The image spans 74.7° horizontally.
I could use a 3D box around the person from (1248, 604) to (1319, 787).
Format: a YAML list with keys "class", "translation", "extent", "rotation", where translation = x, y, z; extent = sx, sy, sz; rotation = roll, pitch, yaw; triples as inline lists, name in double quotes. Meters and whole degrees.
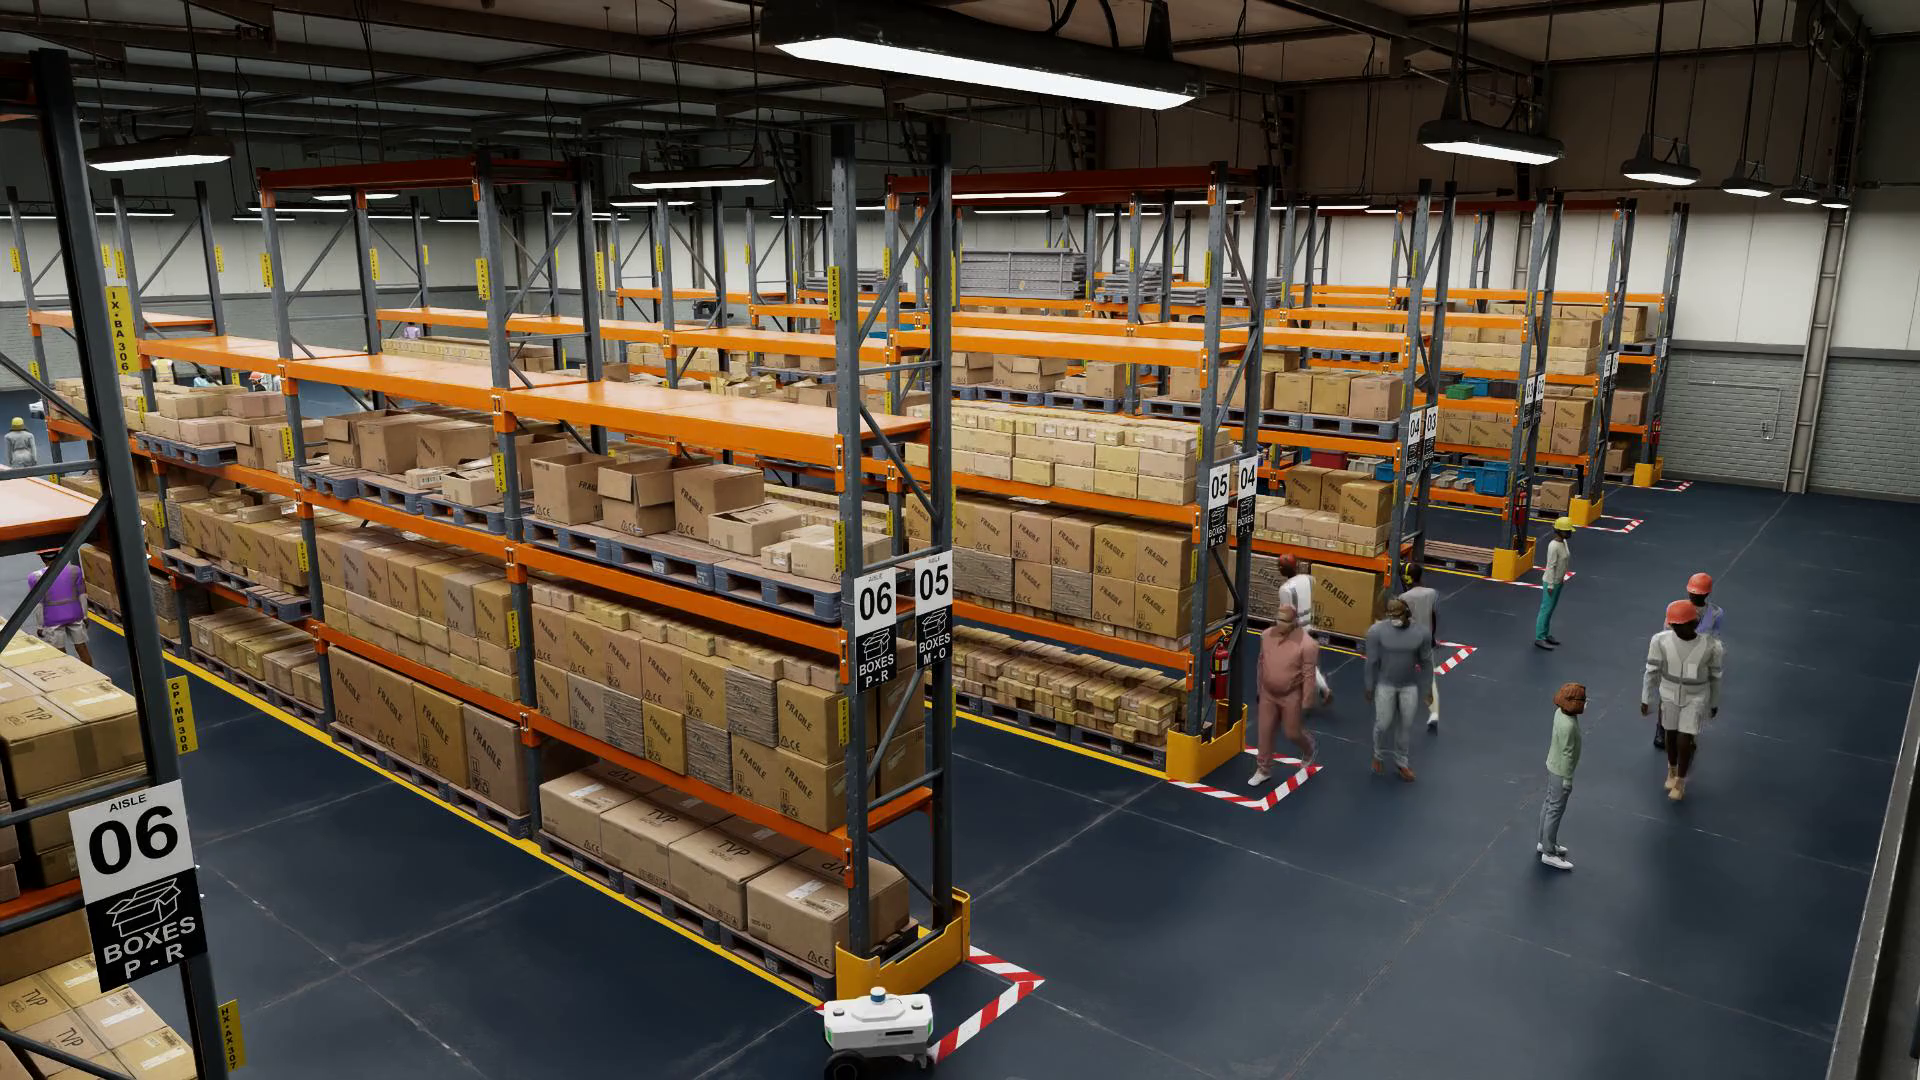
- class: "person"
  translation: [3.266, 1.510, 12.524]
  extent: [0.772, 1.879, 0.661]
  rotation: [-13, 19, -42]

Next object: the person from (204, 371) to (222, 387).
- class: "person"
  translation: [-19.877, -3.586, 33.580]
  extent: [0.645, 1.819, 0.482]
  rotation: [6, 15, 23]

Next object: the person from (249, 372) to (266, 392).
- class: "person"
  translation: [-17.673, -3.249, 31.836]
  extent: [0.377, 1.995, 0.612]
  rotation: [-5, 15, -21]

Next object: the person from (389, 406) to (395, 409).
- class: "person"
  translation: [-14.200, -3.087, 31.437]
  extent: [0.333, 1.870, 0.515]
  rotation: [0, 14, -1]

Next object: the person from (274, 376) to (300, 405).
- class: "person"
  translation: [-18.616, -3.937, 34.900]
  extent: [0.625, 1.876, 1.033]
  rotation: [-4, 14, -17]

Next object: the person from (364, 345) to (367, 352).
- class: "person"
  translation: [-19.804, -5.631, 42.160]
  extent: [0.523, 1.751, 0.526]
  rotation: [13, 18, 42]

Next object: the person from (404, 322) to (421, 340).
- class: "person"
  translation: [-22.281, -8.014, 51.342]
  extent: [0.615, 2.039, 0.392]
  rotation: [-4, 14, -14]

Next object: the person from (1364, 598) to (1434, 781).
- class: "person"
  translation: [4.361, 1.481, 12.601]
  extent: [0.647, 1.909, 0.429]
  rotation: [0, 14, -1]

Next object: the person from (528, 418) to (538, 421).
- class: "person"
  translation: [-12.404, -4.447, 37.073]
  extent: [0.643, 1.858, 1.014]
  rotation: [10, 17, 37]

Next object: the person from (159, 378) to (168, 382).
- class: "person"
  translation: [-19.891, -3.125, 31.556]
  extent: [0.641, 1.892, 0.656]
  rotation: [5, 14, 19]

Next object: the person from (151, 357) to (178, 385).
- class: "person"
  translation: [-24.852, -4.998, 39.400]
  extent: [0.646, 1.825, 0.590]
  rotation: [-6, 15, -24]

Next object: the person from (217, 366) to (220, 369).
- class: "person"
  translation: [-26.535, -6.391, 45.379]
  extent: [0.320, 1.698, 0.531]
  rotation: [5, 14, 19]

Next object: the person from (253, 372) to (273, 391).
- class: "person"
  translation: [-20.048, -4.288, 36.208]
  extent: [0.605, 1.948, 0.389]
  rotation: [3, 14, 12]

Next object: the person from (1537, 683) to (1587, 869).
- class: "person"
  translation: [5.239, 2.016, 10.934]
  extent: [0.285, 1.633, 0.500]
  rotation: [4, 14, 18]

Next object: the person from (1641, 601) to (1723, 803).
- class: "person"
  translation: [6.952, 1.533, 12.162]
  extent: [0.624, 1.988, 0.817]
  rotation: [12, 18, 40]

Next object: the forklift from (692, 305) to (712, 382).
- class: "forklift"
  translation: [-9.511, -7.392, 47.124]
  extent: [1.873, 2.768, 1.129]
  rotation: [11, 17, 38]

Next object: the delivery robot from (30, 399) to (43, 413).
- class: "delivery robot"
  translation: [-27.444, -3.963, 37.667]
  extent: [0.707, 0.478, 0.477]
  rotation: [5, 14, 18]

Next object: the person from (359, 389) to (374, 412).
- class: "person"
  translation: [-13.688, -2.605, 29.411]
  extent: [1.035, 1.879, 0.647]
  rotation: [-2, 14, -8]

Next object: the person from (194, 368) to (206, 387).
- class: "person"
  translation: [-21.515, -4.103, 36.031]
  extent: [0.629, 1.670, 0.400]
  rotation: [-8, 16, -30]

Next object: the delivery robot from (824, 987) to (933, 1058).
- class: "delivery robot"
  translation: [-0.535, 3.180, 8.287]
  extent: [0.707, 0.478, 0.477]
  rotation: [-2, 14, -8]

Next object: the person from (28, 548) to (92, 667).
- class: "person"
  translation: [-10.570, 0.923, 14.817]
  extent: [0.379, 1.927, 0.542]
  rotation: [11, 17, 38]

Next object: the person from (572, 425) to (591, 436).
- class: "person"
  translation: [-8.414, -2.352, 28.274]
  extent: [0.543, 1.934, 0.362]
  rotation: [-3, 14, -11]

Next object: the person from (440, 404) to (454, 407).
- class: "person"
  translation: [-13.030, -3.326, 32.362]
  extent: [0.679, 1.890, 0.462]
  rotation: [-11, 17, -38]

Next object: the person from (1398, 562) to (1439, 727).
- class: "person"
  translation: [5.175, 1.151, 14.131]
  extent: [0.603, 1.815, 0.928]
  rotation: [-4, 14, -15]

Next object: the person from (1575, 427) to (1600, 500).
- class: "person"
  translation: [12.568, -1.662, 25.312]
  extent: [0.625, 1.990, 0.395]
  rotation: [-10, 17, -36]

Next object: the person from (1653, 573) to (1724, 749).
- class: "person"
  translation: [7.734, 1.274, 13.357]
  extent: [0.546, 1.934, 0.376]
  rotation: [4, 14, 17]

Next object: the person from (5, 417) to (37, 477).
- class: "person"
  translation: [-19.340, -1.678, 25.986]
  extent: [0.496, 1.702, 0.887]
  rotation: [-10, 17, -36]

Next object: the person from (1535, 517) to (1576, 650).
- class: "person"
  translation: [7.900, 0.553, 16.674]
  extent: [0.328, 1.767, 0.532]
  rotation: [11, 18, 39]

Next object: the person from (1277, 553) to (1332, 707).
- class: "person"
  translation: [3.916, 1.050, 14.453]
  extent: [0.659, 1.851, 0.753]
  rotation: [-10, 17, -37]

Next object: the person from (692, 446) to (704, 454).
- class: "person"
  translation: [-4.374, -0.676, 21.563]
  extent: [0.804, 1.861, 0.582]
  rotation: [10, 17, 36]

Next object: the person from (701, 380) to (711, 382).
- class: "person"
  translation: [-7.034, -4.117, 35.638]
  extent: [0.523, 1.901, 0.704]
  rotation: [10, 17, 36]
